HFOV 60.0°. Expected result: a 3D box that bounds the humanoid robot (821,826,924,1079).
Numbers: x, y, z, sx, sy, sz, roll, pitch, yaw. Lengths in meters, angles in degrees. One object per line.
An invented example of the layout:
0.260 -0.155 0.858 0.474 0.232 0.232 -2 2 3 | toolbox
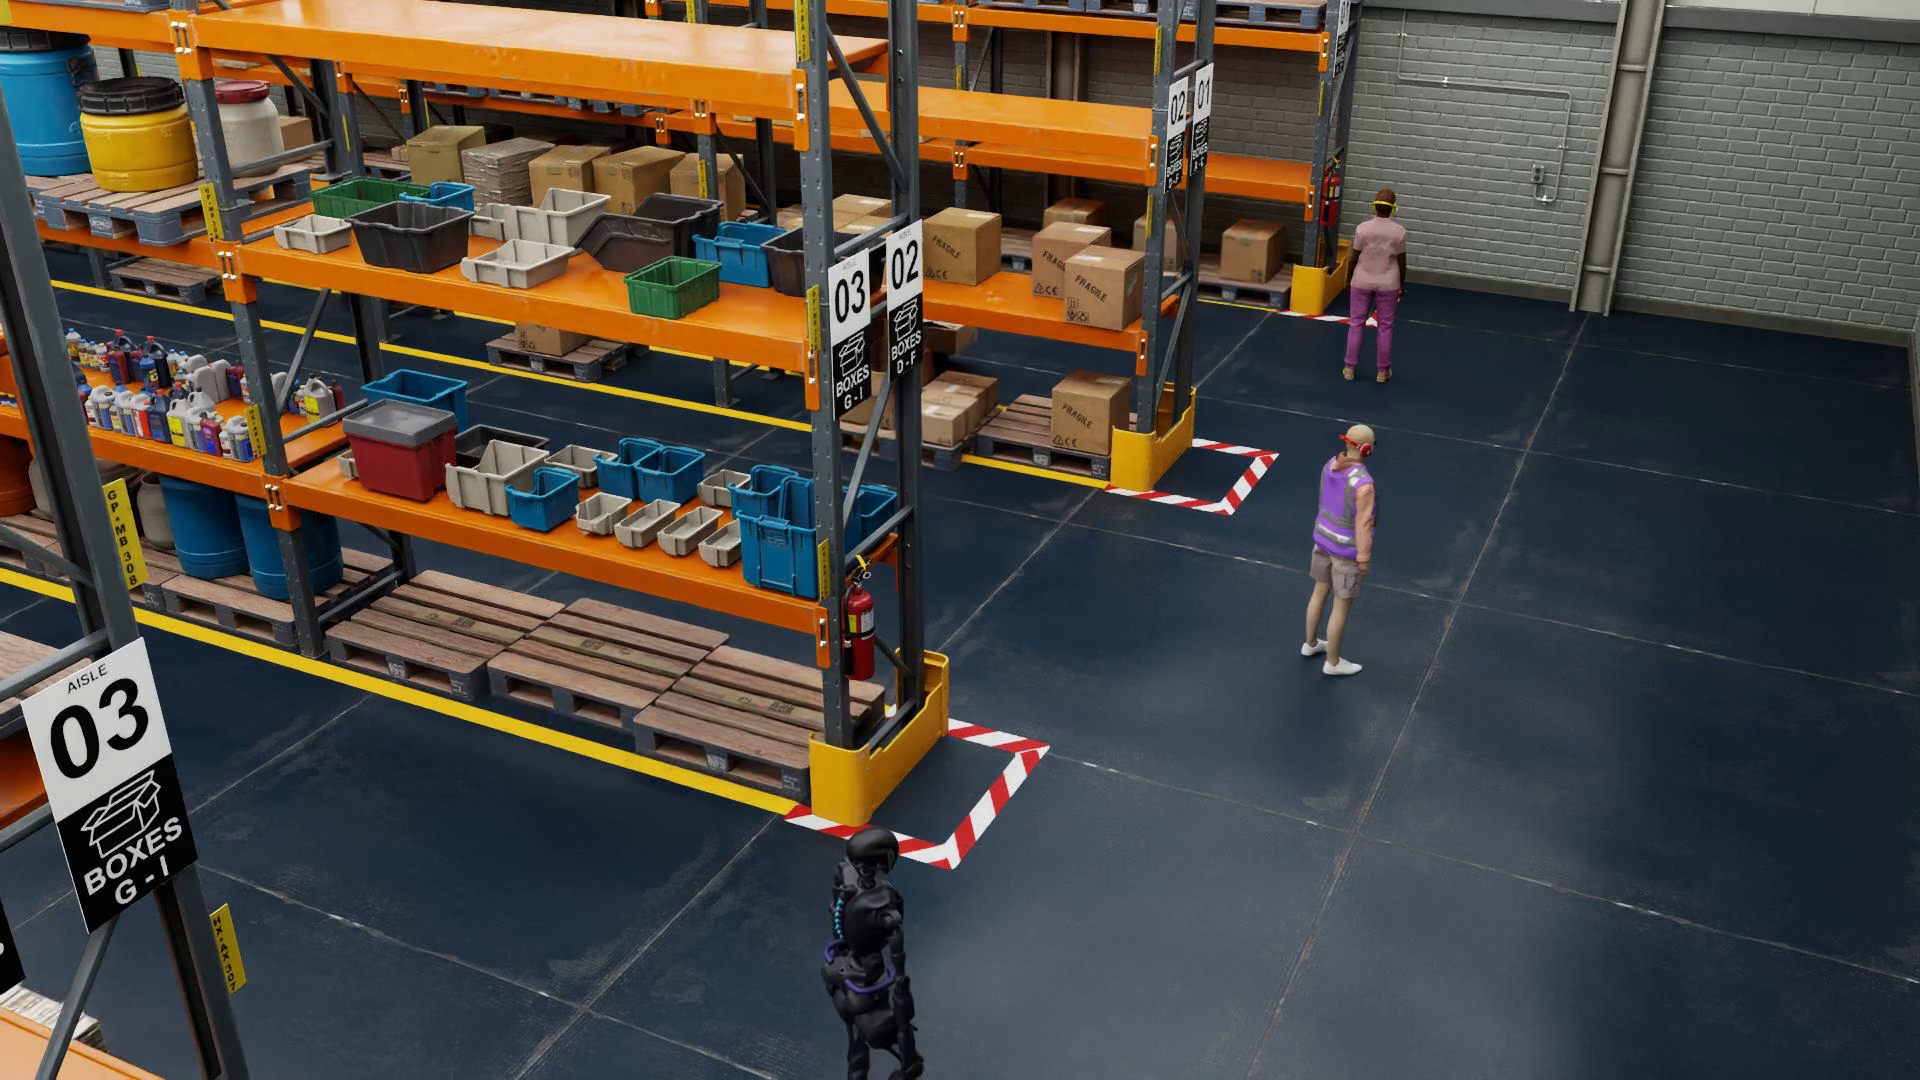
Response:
-0.375 1.865 6.937 0.336 1.652 0.608 -16 31 -29 | humanoid robot

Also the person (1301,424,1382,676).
2.431 0.058 10.590 0.352 1.688 0.489 -11 28 -21 | person

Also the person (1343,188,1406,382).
3.825 -2.341 15.318 0.541 1.800 0.328 7 27 14 | person
